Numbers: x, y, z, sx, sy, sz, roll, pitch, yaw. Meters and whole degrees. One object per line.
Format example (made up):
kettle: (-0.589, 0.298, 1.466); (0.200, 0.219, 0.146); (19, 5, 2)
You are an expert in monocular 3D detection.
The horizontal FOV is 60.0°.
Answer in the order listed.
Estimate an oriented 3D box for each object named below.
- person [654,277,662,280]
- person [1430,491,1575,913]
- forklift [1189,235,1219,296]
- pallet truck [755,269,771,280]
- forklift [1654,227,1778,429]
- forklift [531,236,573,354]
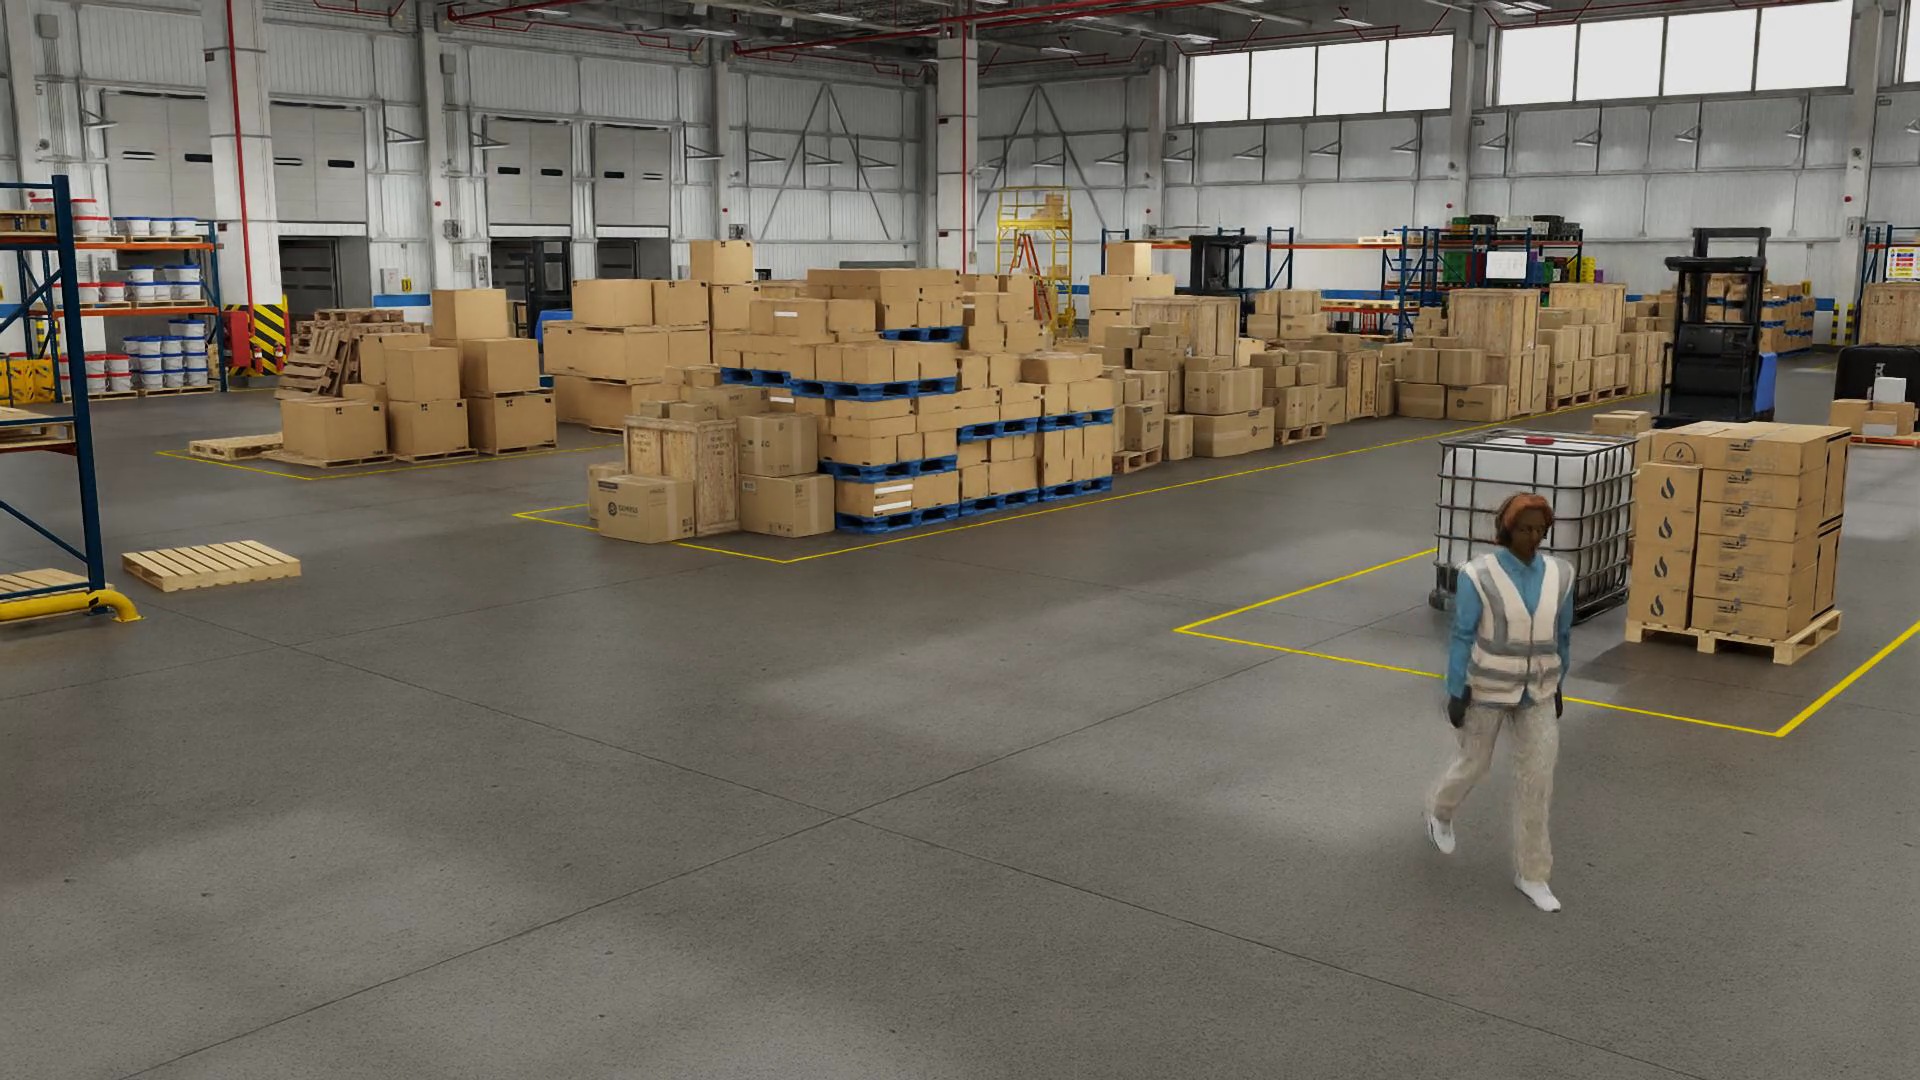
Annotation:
person: (-6.515, -4.725, 36.013); (0.636, 1.931, 0.377); (-5, 11, -24)
person: (2.164, 0.590, 6.652); (0.526, 1.613, 0.768); (-2, 10, -9)
forklift: (5.426, -5.408, 37.182); (1.873, 2.768, 1.129); (7, 12, 33)
pallet truck: (-4.996, -6.432, 45.525); (1.885, 1.965, 0.823); (-6, 12, -32)
forklift: (10.537, -2.905, 22.930); (1.129, 2.768, 1.873); (8, 13, 39)
forklift: (-9.601, -5.790, 39.356); (1.873, 2.768, 1.129); (8, 13, 40)
